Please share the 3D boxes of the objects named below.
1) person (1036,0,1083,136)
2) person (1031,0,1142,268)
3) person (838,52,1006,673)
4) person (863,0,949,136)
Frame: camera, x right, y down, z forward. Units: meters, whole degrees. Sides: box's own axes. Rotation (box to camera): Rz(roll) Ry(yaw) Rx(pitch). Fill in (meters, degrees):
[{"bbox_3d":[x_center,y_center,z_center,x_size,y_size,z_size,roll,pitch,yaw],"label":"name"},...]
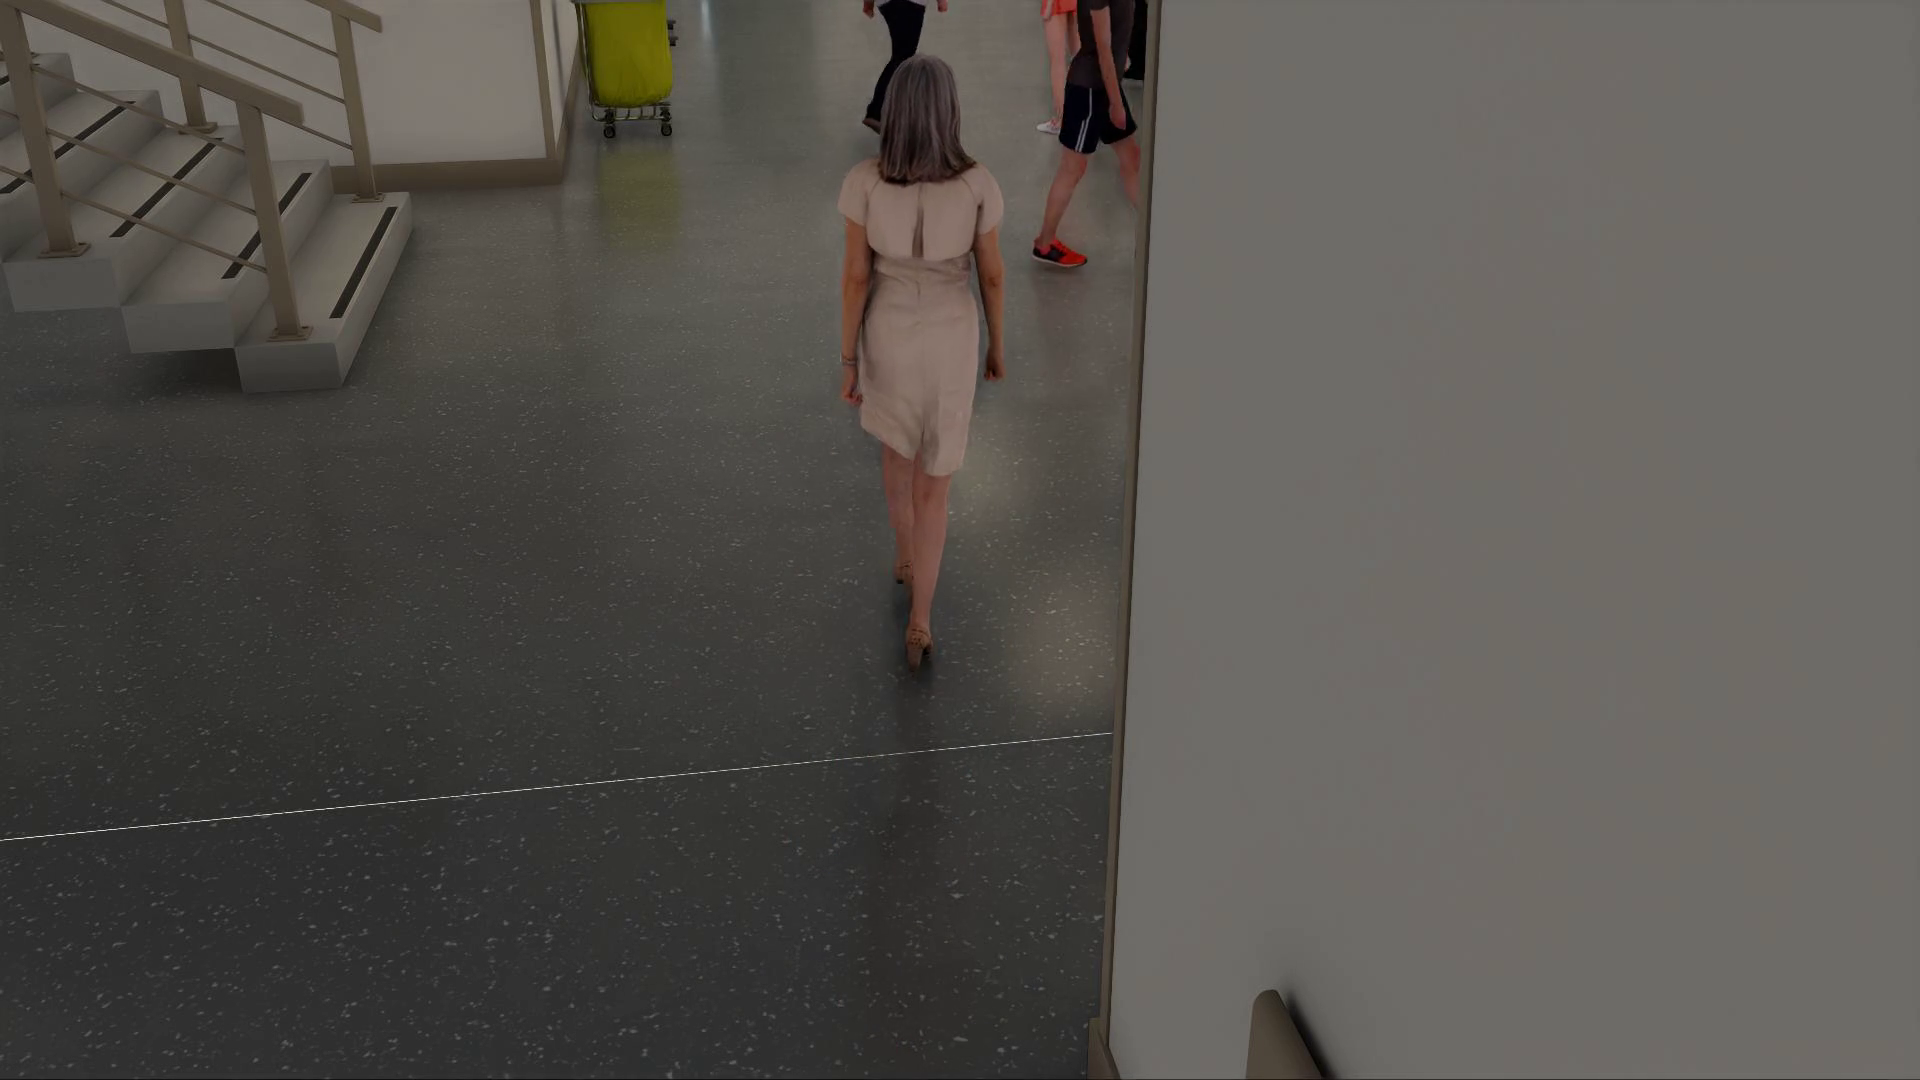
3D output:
[{"bbox_3d":[0.723,-3.664,11.275,0.606,1.750,0.704,-21,33,-37],"label":"person"},{"bbox_3d":[0.589,-2.202,8.168,1.229,1.815,1.027,8,27,16],"label":"person"},{"bbox_3d":[-0.107,-0.431,4.612,0.857,1.714,0.773,0,26,0],"label":"person"},{"bbox_3d":[-0.446,-3.586,11.034,1.209,1.818,1.266,17,31,32],"label":"person"}]
